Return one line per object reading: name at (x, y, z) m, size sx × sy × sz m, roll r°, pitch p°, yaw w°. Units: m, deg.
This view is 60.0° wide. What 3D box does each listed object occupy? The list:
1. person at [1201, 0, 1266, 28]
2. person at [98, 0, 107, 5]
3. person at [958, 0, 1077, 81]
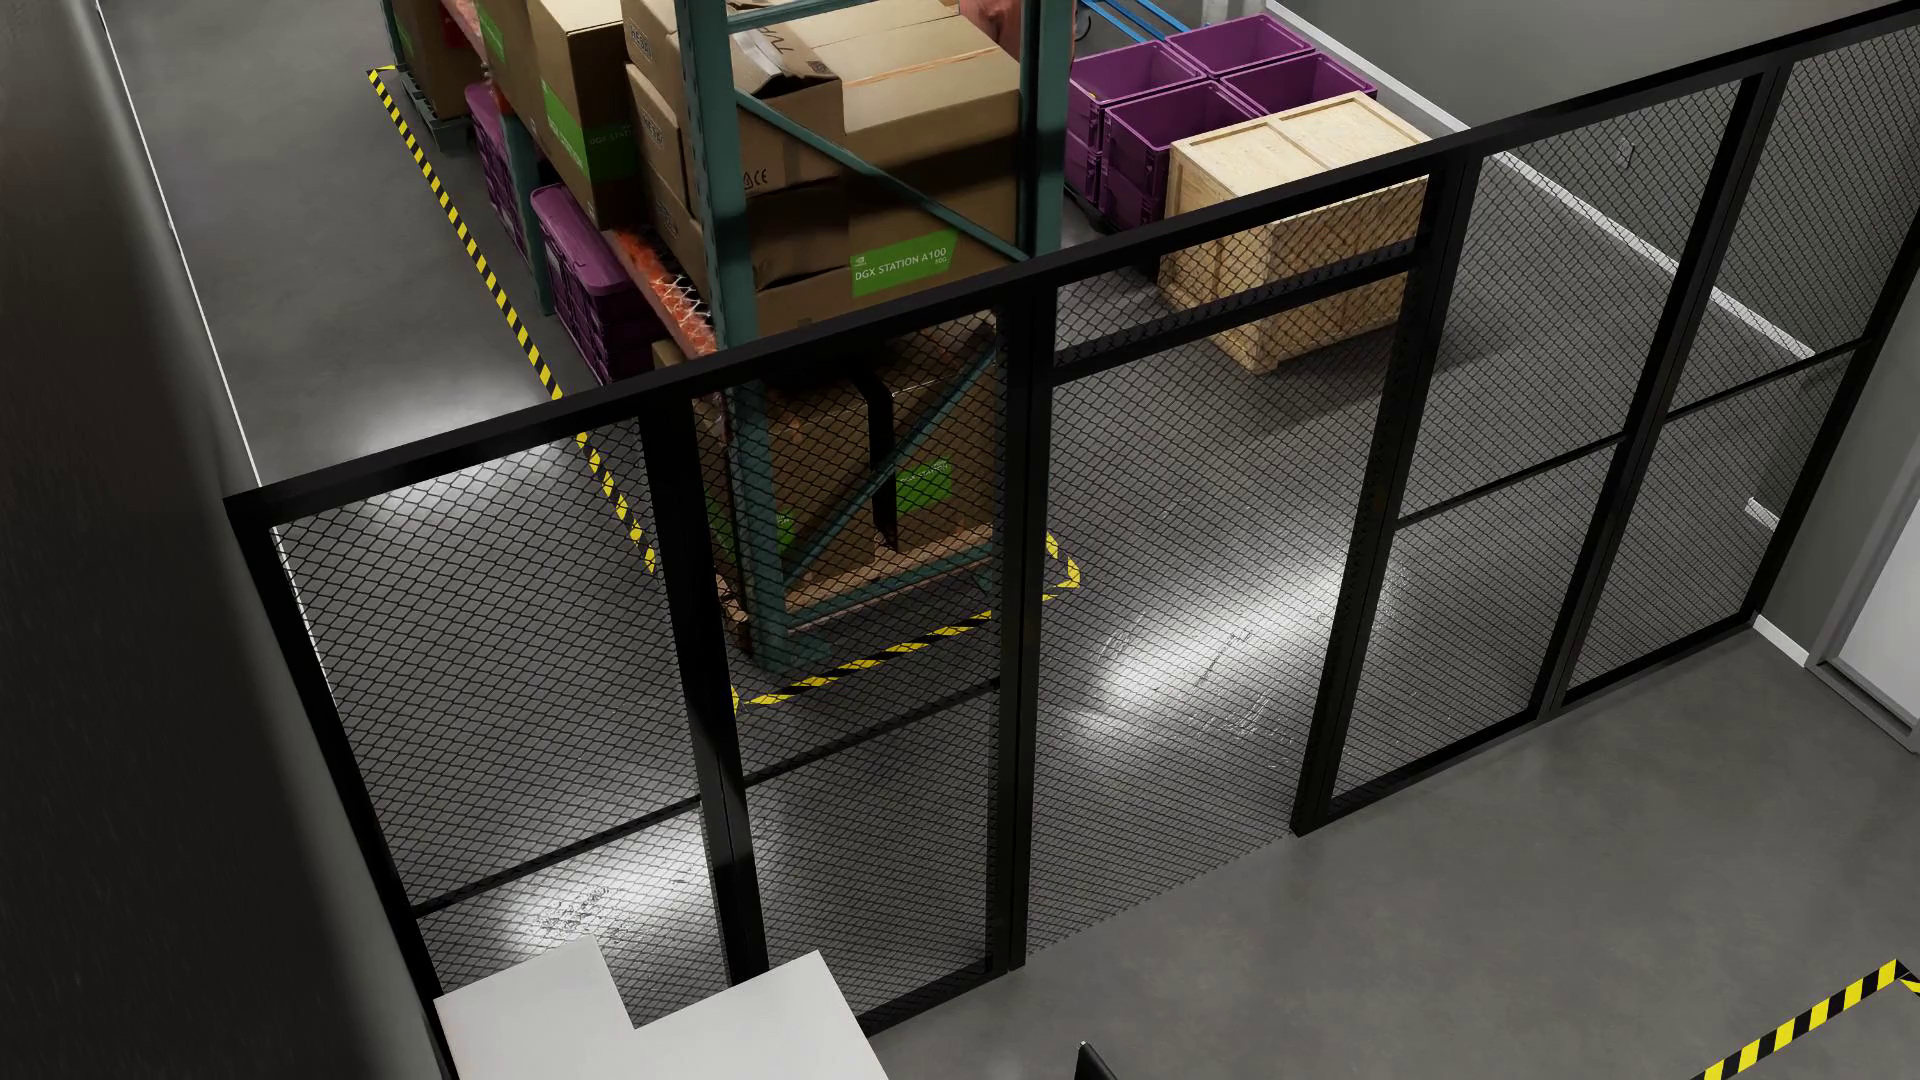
person at (1.427, -3.280, 8.610) m, size 0.597 × 1.831 × 0.403 m, roll -17°, pitch 45°, yaw -18°
person at (-5.171, -3.973, 9.302) m, size 0.397 × 1.928 × 0.638 m, roll 10°, pitch 43°, yaw 11°
person at (0.208, -1.819, 6.894) m, size 0.625 × 1.991 × 0.393 m, roll -31°, pitch 51°, yaw -30°
